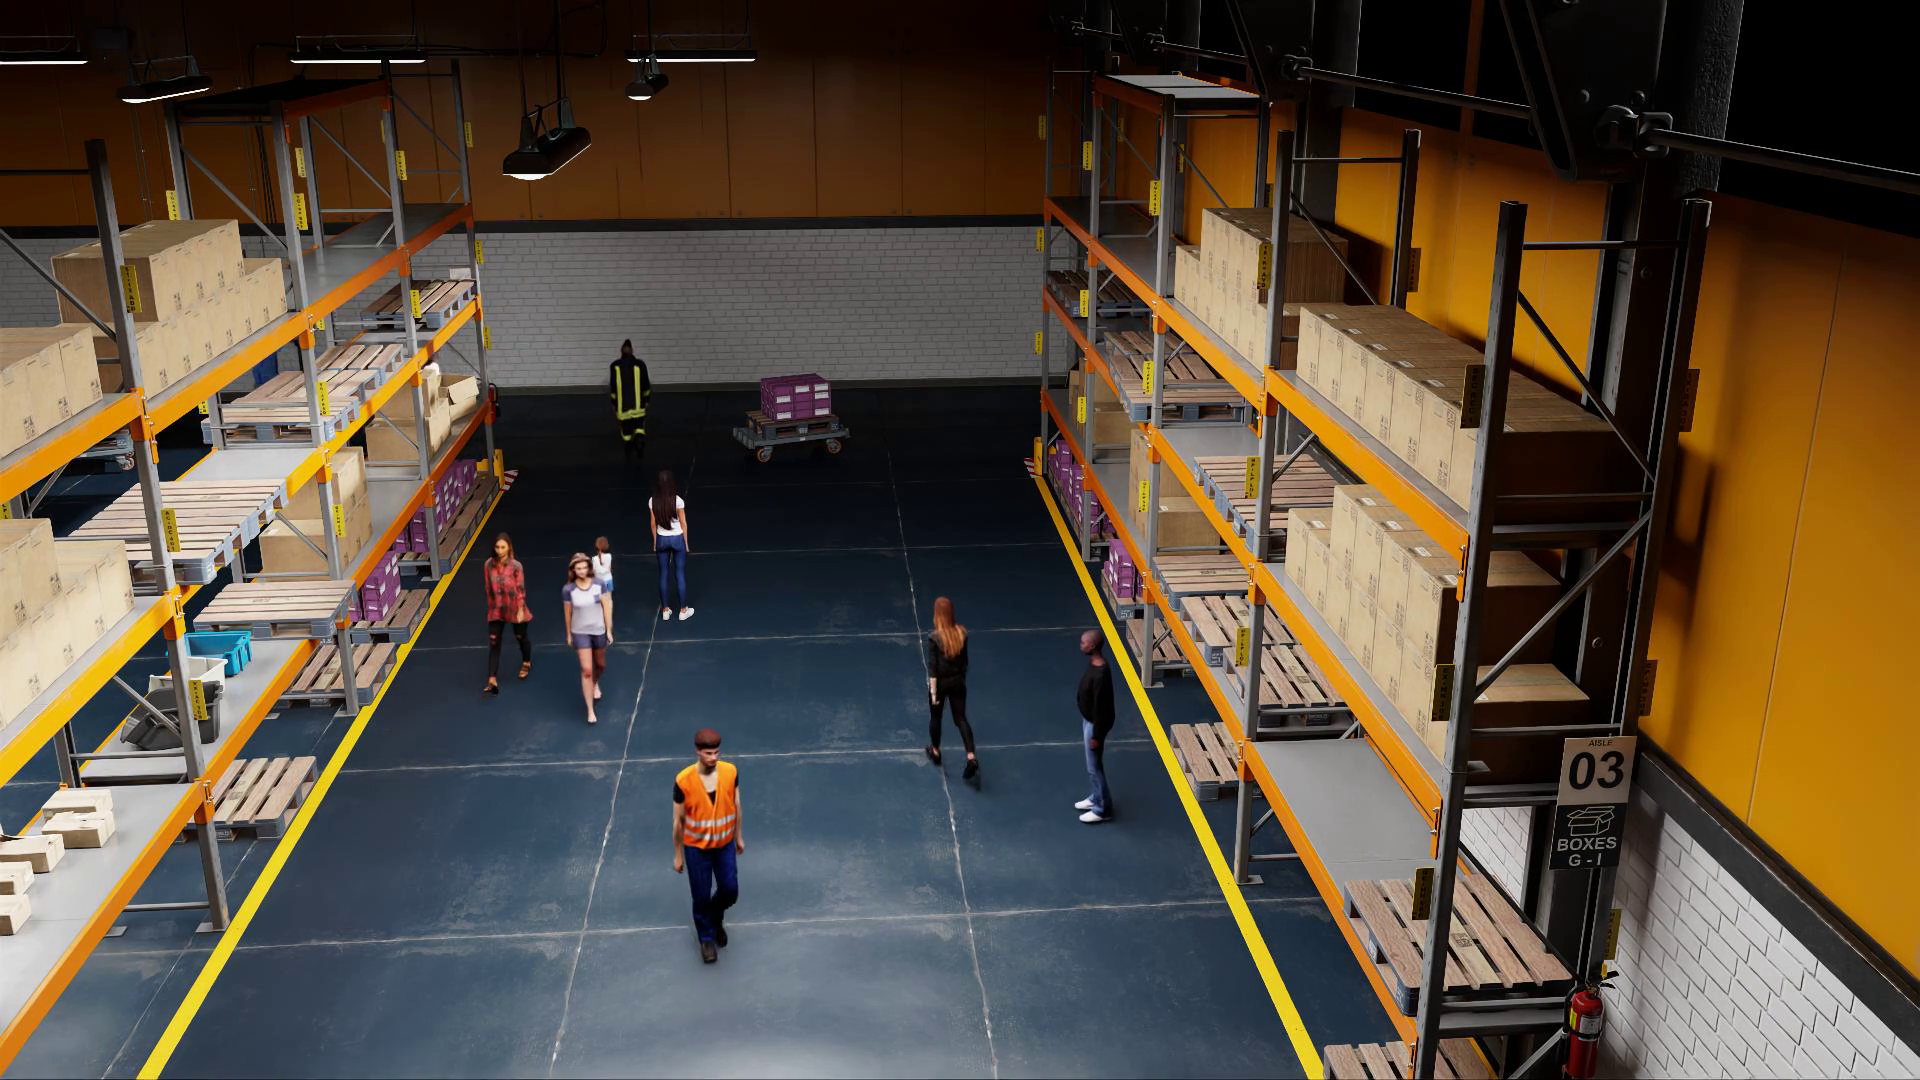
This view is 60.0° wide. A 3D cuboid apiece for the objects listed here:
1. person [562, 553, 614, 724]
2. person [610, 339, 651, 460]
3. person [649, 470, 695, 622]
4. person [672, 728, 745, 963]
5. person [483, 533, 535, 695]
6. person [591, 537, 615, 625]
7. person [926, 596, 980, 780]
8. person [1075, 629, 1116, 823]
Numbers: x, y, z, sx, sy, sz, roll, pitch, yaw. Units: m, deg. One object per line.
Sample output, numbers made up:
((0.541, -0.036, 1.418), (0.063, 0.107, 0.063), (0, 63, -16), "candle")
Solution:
((-3.698, 0.914, 16.568), (0.801, 1.695, 1.099), (-8, 20, -21), "person")
((-5.040, -2.121, 25.359), (0.810, 1.835, 1.021), (-4, 19, -11), "person")
((-3.304, 0.057, 18.986), (0.637, 1.775, 0.599), (3, 19, 9), "person")
((-1.894, 2.222, 12.411), (0.810, 1.869, 0.805), (-7, 20, -20), "person")
((-4.628, 0.729, 17.196), (0.801, 1.645, 1.163), (3, 19, 9), "person")
((-4.046, 0.482, 18.962), (0.622, 0.984, 0.774), (-12, 22, -32), "person")
((-0.063, 1.370, 15.230), (0.870, 1.683, 1.175), (-9, 20, -24), "person")
((1.203, 1.599, 14.462), (0.668, 1.740, 0.484), (-1, 19, -4), "person")
